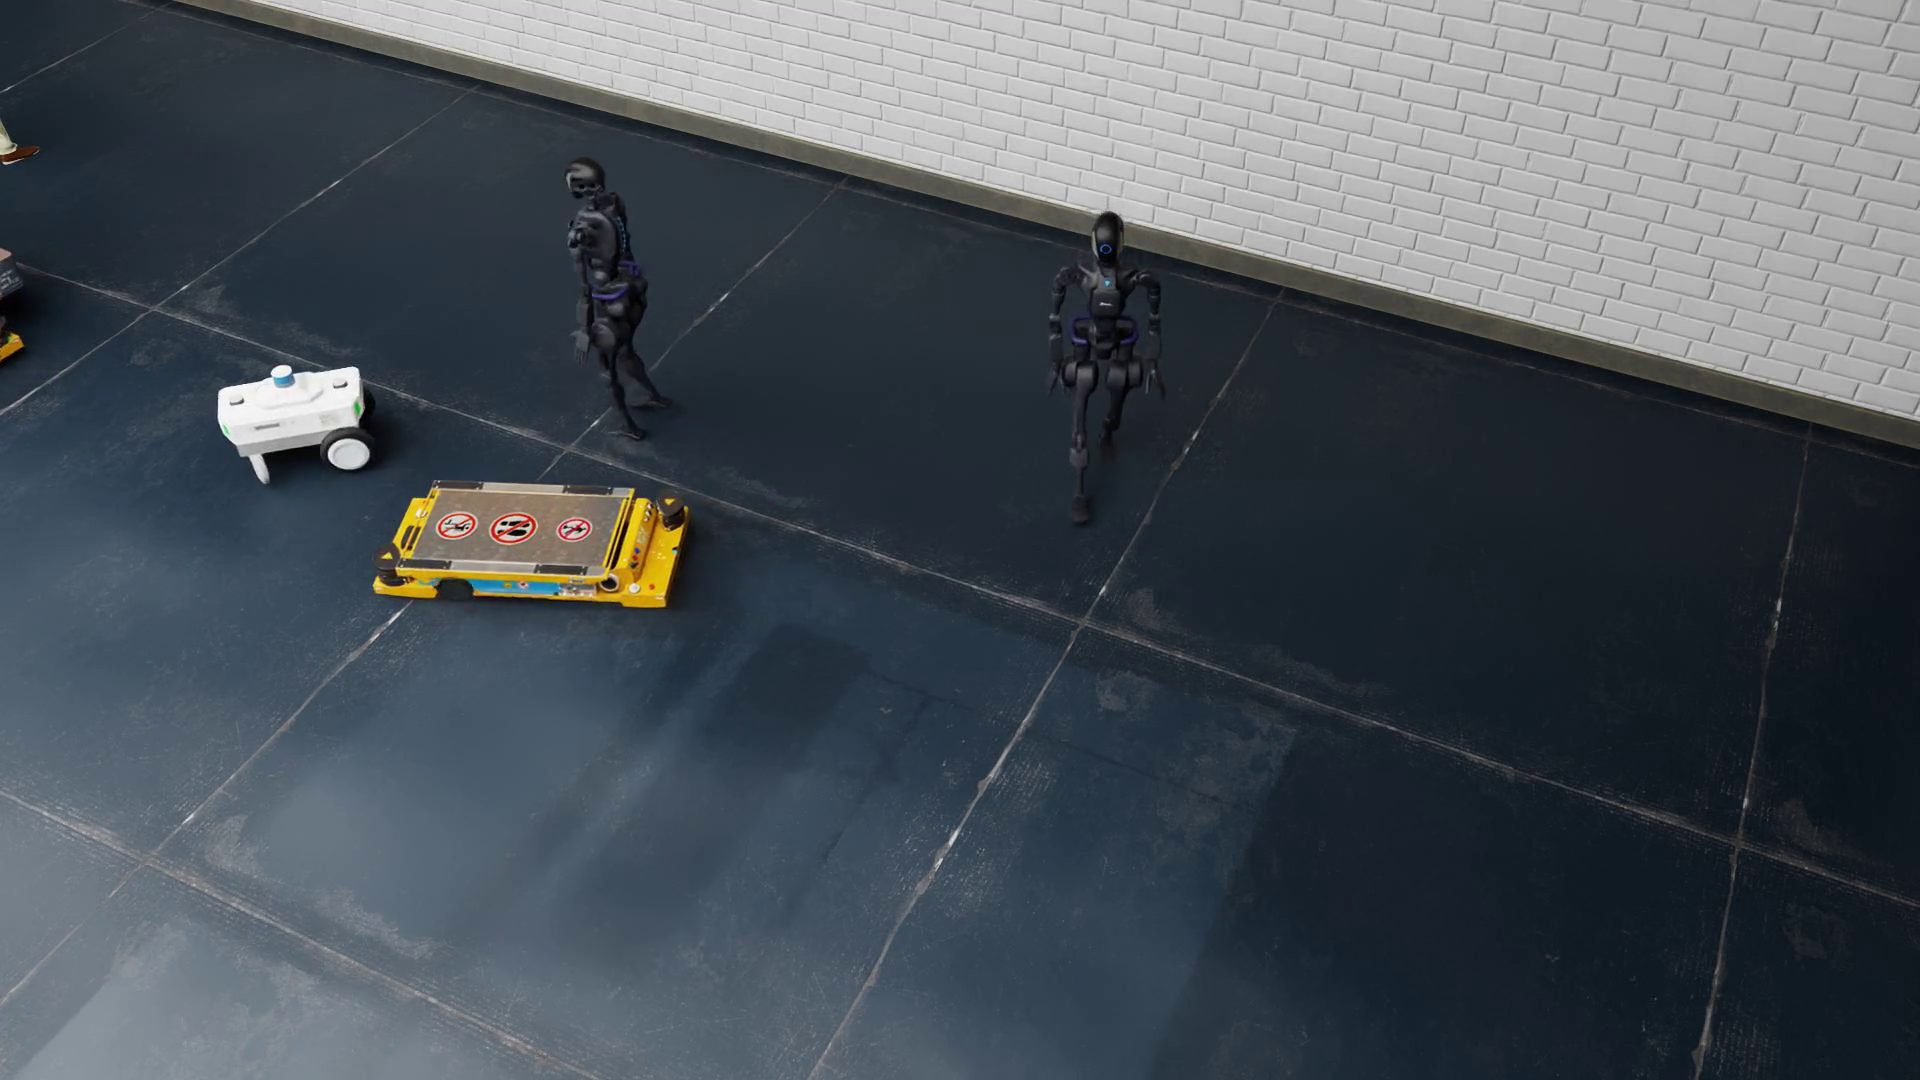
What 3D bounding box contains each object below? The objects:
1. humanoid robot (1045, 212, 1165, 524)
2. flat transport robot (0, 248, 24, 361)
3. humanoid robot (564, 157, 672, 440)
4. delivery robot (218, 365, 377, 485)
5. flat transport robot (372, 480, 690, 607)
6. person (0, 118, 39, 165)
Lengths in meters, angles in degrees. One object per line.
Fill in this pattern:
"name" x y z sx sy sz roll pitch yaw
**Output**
"humanoid robot" 0.723 -0.886 8.213 0.599 1.627 0.789 2 43 2
"flat transport robot" -6.158 -1.228 9.580 1.431 0.231 0.659 22 47 22
"humanoid robot" -1.790 -1.205 8.527 0.321 1.647 0.612 11 44 11
"delivery robot" -3.456 -0.649 8.751 0.774 0.602 0.513 -11 44 -12
"flat transport robot" -2.109 0.018 8.235 1.431 0.231 0.659 2 43 3
"person" -6.471 -3.200 10.702 0.496 1.633 0.287 16 45 17
